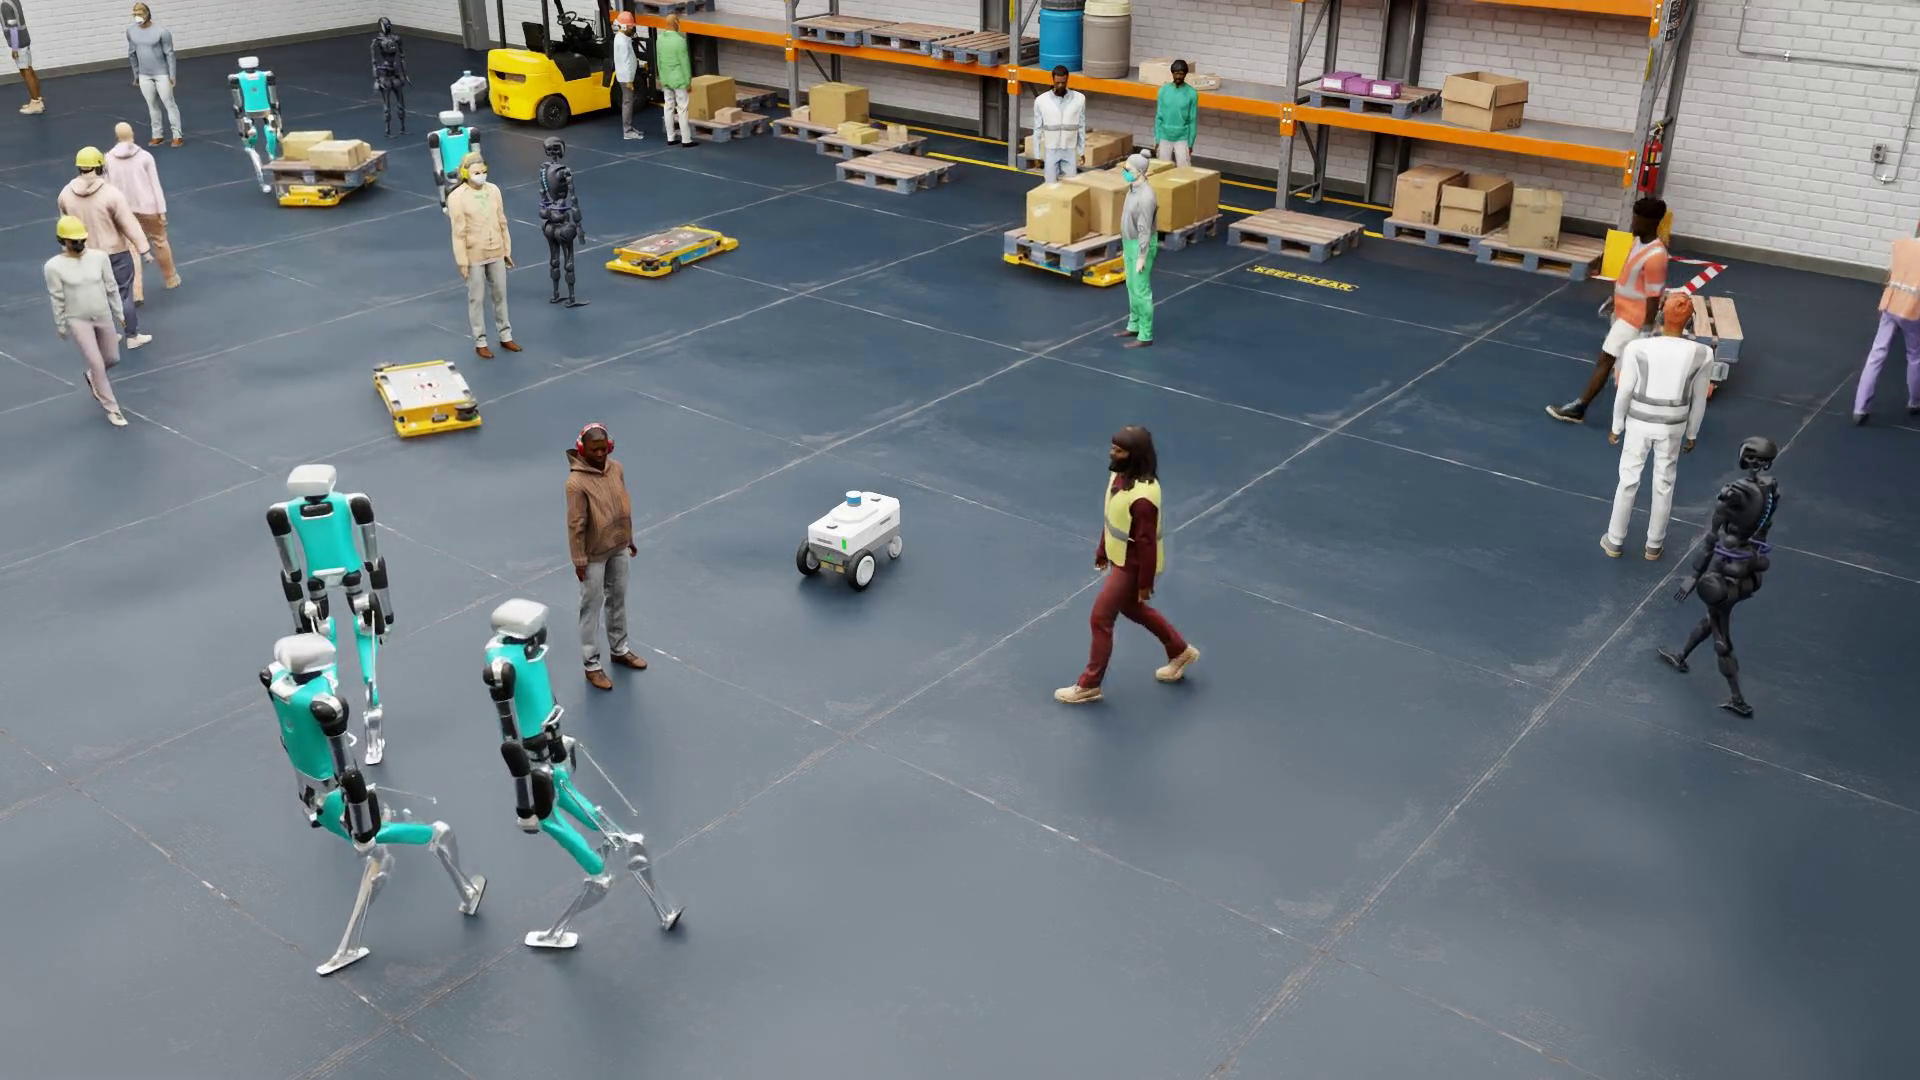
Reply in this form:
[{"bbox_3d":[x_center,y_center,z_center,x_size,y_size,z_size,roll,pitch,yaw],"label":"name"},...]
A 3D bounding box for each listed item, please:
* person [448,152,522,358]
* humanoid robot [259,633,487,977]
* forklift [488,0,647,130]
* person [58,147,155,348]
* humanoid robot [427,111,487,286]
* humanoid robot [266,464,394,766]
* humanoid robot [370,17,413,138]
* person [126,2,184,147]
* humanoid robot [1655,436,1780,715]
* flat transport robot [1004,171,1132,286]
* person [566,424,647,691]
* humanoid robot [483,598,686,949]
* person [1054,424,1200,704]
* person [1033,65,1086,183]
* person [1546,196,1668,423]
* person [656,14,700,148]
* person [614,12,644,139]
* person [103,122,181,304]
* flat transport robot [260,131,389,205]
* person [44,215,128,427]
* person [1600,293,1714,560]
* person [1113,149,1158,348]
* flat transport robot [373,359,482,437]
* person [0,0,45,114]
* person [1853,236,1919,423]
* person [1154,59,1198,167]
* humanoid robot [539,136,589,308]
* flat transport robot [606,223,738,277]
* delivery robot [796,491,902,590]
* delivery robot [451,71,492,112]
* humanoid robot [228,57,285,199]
[{"bbox_3d":[-4.335,-2.587,15.098,0.410,1.870,0.558,22,33,38],"label":"person"},{"bbox_3d":[-2.589,1.117,7.601,0.548,1.781,0.955,20,32,36],"label":"humanoid robot"},{"bbox_3d":[-5.874,-7.334,24.552,1.214,2.155,2.313,19,32,34],"label":"forklift"},{"bbox_3d":[-7.847,-2.658,15.256,0.818,1.855,0.431,1,26,2],"label":"person"},{"bbox_3d":[-5.020,-3.436,17.037,0.530,1.807,0.756,-15,30,-29],"label":"humanoid robot"},{"bbox_3d":[-3.282,0.575,8.750,0.559,1.812,0.899,-5,26,-11],"label":"humanoid robot"},{"bbox_3d":[-8.037,-6.531,23.475,0.323,1.650,0.616,16,30,30],"label":"humanoid robot"},{"bbox_3d":[-11.081,-6.394,22.894,0.627,1.940,0.372,1,26,3],"label":"person"},{"bbox_3d":[4.443,0.162,9.672,0.602,1.628,0.777,-14,29,-27],"label":"humanoid robot"},{"bbox_3d":[1.218,-2.991,17.765,1.431,0.231,0.659,23,34,39],"label":"flat transport robot"},{"bbox_3d":[-2.120,0.070,9.831,0.310,1.649,0.472,16,30,30],"label":"person"},{"bbox_3d":[-1.649,1.134,7.602,0.877,1.840,0.567,3,26,6],"label":"humanoid robot"},{"bbox_3d":[1.016,0.128,9.624,0.864,1.735,0.469,-3,26,-7],"label":"person"},{"bbox_3d":[1.122,-4.404,18.813,0.601,1.906,0.414,-3,26,-7],"label":"person"},{"bbox_3d":[5.436,-1.855,13.526,0.969,1.918,0.610,7,27,14],"label":"person"},{"bbox_3d":[-3.911,-6.317,22.914,0.535,1.782,0.383,15,30,29],"label":"person"},{"bbox_3d":[-4.670,-6.541,23.426,0.352,1.737,0.576,-6,26,-12],"label":"person"},{"bbox_3d":[-8.262,-3.286,16.694,0.558,1.742,0.869,-5,26,-11],"label":"person"},{"bbox_3d":[-7.882,-4.438,20.762,0.659,0.231,1.431,2,26,4],"label":"flat transport robot"},{"bbox_3d":[-7.181,-1.834,13.679,0.717,1.743,0.525,21,33,36],"label":"person"},{"bbox_3d":[4.712,-0.755,11.279,0.573,1.882,0.356,6,27,13],"label":"person"},{"bbox_3d":[1.638,-2.696,15.359,0.344,1.835,0.511,-6,26,-11],"label":"person"},{"bbox_3d":[-4.537,-1.229,14.115,0.659,0.231,1.431,-12,28,-23],"label":"flat transport robot"},{"bbox_3d":[-14.157,-7.442,24.947,0.389,2.044,0.606,-7,27,-13],"label":"person"},{"bbox_3d":[7.816,-1.851,13.644,0.943,1.785,0.600,-15,30,-28],"label":"person"},{"bbox_3d":[2.522,-4.688,19.472,0.497,1.843,0.406,7,27,15],"label":"person"},{"bbox_3d":[-3.965,-3.161,16.482,0.599,1.657,0.315,22,33,38],"label":"humanoid robot"},{"bbox_3d":[-3.123,-3.154,18.103,0.659,0.231,1.431,15,30,28],"label":"flat transport robot"},{"bbox_3d":[-0.733,-0.021,11.308,0.499,0.614,0.791,15,30,28],"label":"delivery robot"},{"bbox_3d":[-7.509,-6.885,25.504,0.499,0.598,0.777,2,26,4],"label":"delivery robot"},{"bbox_3d":[-8.587,-5.056,20.367,0.531,1.772,0.841,-13,29,-25],"label":"humanoid robot"}]
